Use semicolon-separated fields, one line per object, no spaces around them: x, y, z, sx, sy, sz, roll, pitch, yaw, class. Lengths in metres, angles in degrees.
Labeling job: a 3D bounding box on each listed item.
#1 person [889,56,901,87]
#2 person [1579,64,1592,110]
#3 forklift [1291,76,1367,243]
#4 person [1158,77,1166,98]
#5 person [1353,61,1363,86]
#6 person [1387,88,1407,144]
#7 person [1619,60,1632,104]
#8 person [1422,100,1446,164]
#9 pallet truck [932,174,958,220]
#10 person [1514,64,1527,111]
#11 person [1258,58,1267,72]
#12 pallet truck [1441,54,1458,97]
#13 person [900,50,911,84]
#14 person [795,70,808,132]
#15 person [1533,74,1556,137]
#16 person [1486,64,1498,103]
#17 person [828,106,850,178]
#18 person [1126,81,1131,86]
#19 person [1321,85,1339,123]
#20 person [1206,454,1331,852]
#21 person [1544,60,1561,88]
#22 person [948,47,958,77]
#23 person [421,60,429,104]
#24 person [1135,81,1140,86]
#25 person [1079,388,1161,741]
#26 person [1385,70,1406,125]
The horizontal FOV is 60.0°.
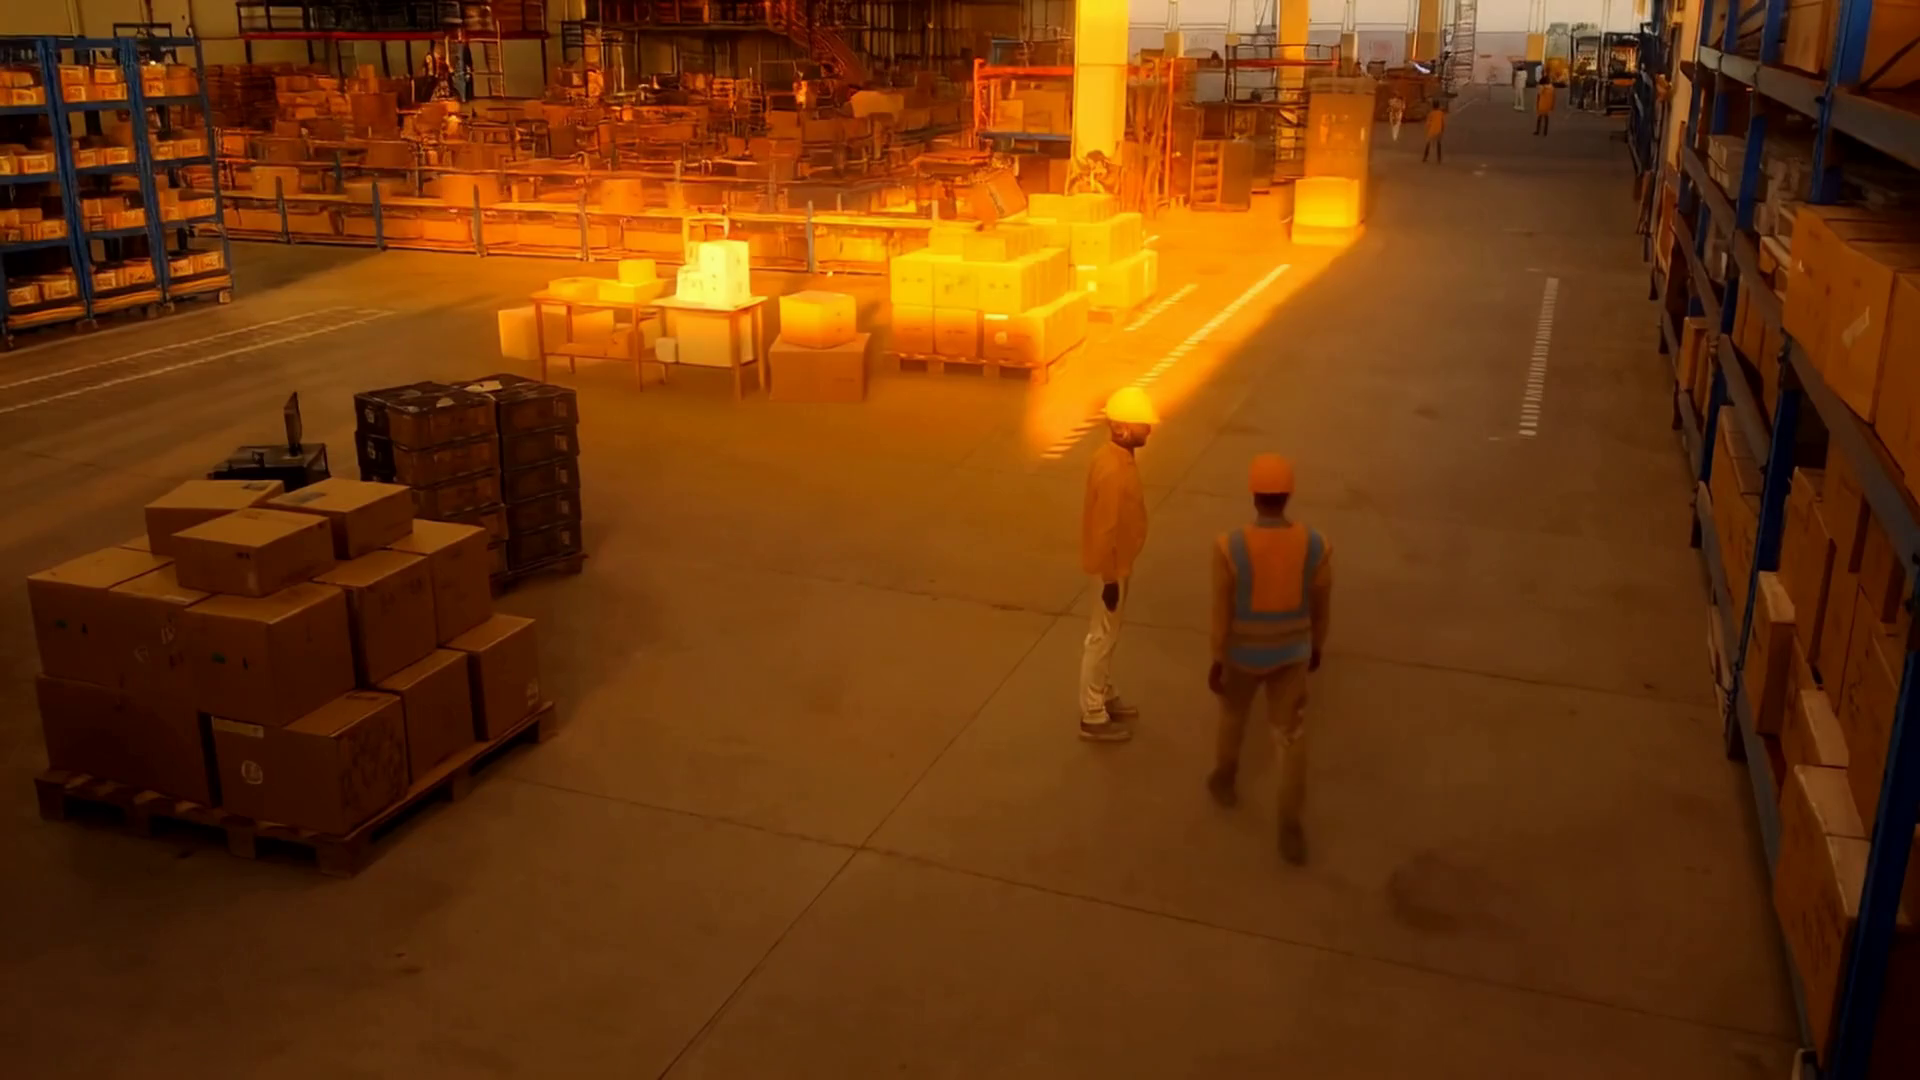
-2.950;-21.185;76.281;0.571;1.913;0.780;-4;18;-13;person
25.744;-18.626;68.358;0.507;1.847;0.344;-6;19;-19;person
6.598;-6.755;29.381;1.129;2.768;1.873;6;19;19;forklift
7.062;-15.385;58.306;0.314;1.769;0.525;4;18;12;person
18.593;-21.557;77.809;0.540;1.695;0.317;-7;19;-22;person
13.270;-12.869;50.529;0.563;1.667;0.481;-3;18;-10;person
29.111;-19.957;72.455;0.631;1.892;0.758;-2;18;-5;person
12.666;-10.863;44.292;0.545;1.643;0.887;-2;18;-8;person
-0.507;-5.292;27.348;0.653;1.274;1.630;6;19;19;pallet truck
22.786;-18.380;67.555;0.310;1.864;0.534;-11;21;-30;person
15.144;-23.180;82.750;0.951;1.791;0.647;7;19;20;person
22.765;-21.886;78.355;0.823;1.965;1.885;-4;18;-14;pallet truck
-3.034;-26.422;92.925;0.637;1.814;0.603;-12;21;-34;person
-5.302;-14.675;55.636;0.394;2.037;0.605;-10;20;-29;person
18.909;-14.043;53.763;0.374;1.966;0.607;-15;23;-39;person
23.459;-20.136;73.341;0.488;1.701;0.888;4;18;12;person
-2.901;-9.581;40.108;0.743;1.725;0.562;-10;20;-29;person
6.055;-16.124;60.256;0.387;1.996;0.611;-1;18;-4;person
11.813;-13.725;53.064;0.613;1.784;0.924;-14;22;-37;person
1.509;0.518;8.136;0.650;1.898;0.996;-2;18;-6;person
25.648;-19.805;72.011;0.628;1.869;0.949;5;18;15;person
-0.274;-28.282;98.624;0.898;1.899;0.594;4;18;14;person
-23.406;-20.087;72.914;0.382;1.874;0.585;-2;18;-5;person
8.758;-22.940;81.801;0.387;1.927;0.645;-13;22;-35;person
0.878;0.130;9.211;0.414;1.985;0.611;4;18;11;person
15.579;-15.761;59.260;0.549;1.920;0.720;-13;22;-34;person
